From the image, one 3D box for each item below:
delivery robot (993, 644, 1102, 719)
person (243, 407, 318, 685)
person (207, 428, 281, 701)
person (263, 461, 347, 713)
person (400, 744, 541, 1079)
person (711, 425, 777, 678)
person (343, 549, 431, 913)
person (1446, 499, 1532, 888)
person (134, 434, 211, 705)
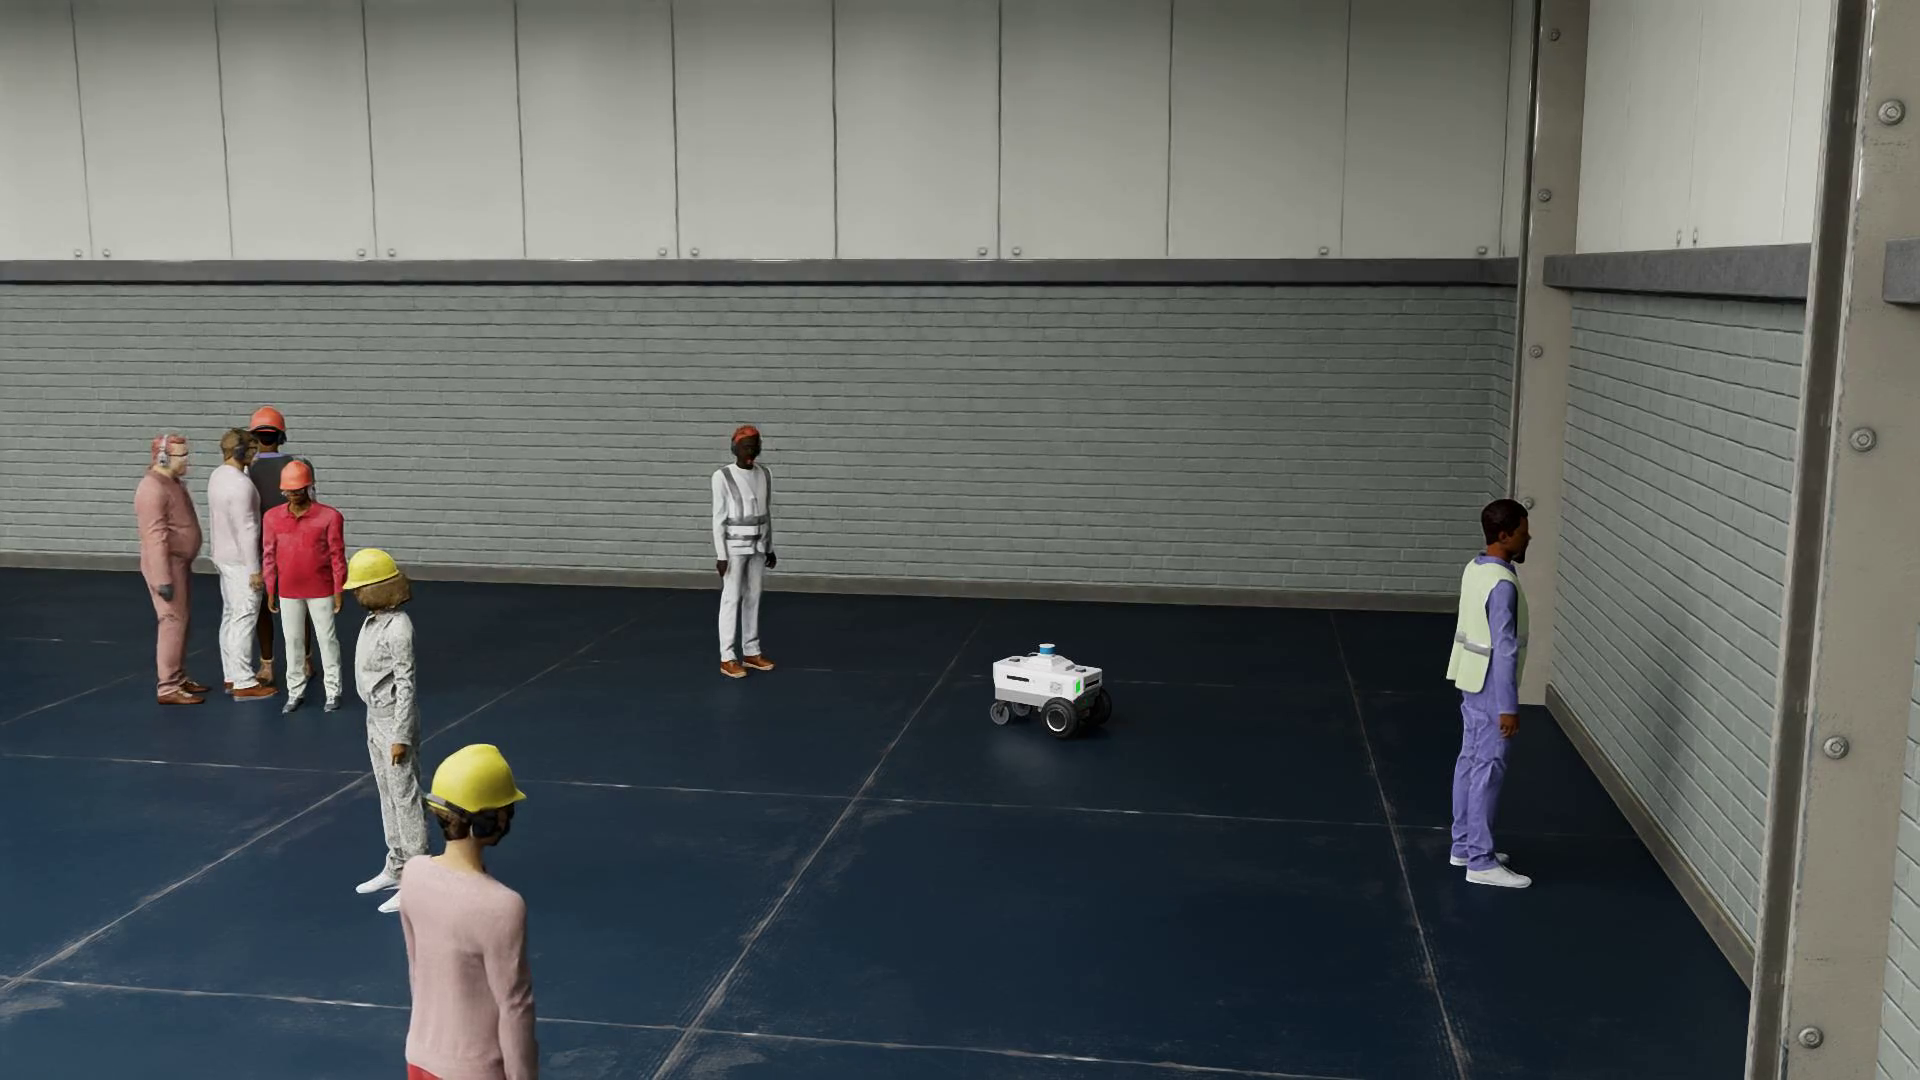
[{"bbox_3d":[0.575,0.932,11.030,0.707,0.478,0.477,6,11,35],"label":"delivery robot"},{"bbox_3d":[-5.043,0.041,12.239,0.614,2.040,0.391,-5,10,-27],"label":"person"},{"bbox_3d":[-5.110,0.170,11.791,0.366,1.934,0.636,-7,12,-37],"label":"person"},{"bbox_3d":[-4.498,0.324,11.409,0.567,1.744,0.351,0,9,-2],"label":"person"},{"bbox_3d":[-1.327,1.427,4.582,0.521,1.758,0.349,7,12,38],"label":"person"},{"bbox_3d":[-1.614,0.077,12.507,0.352,1.881,0.576,7,12,39],"label":"person"},{"bbox_3d":[-2.736,0.895,7.919,0.307,1.736,0.484,-7,11,-35],"label":"person"},{"bbox_3d":[2.634,0.746,8.269,0.392,1.920,0.593,0,9,1],"label":"person"},{"bbox_3d":[-5.528,0.203,11.687,0.394,1.900,0.655,-2,10,-14],"label":"person"}]
